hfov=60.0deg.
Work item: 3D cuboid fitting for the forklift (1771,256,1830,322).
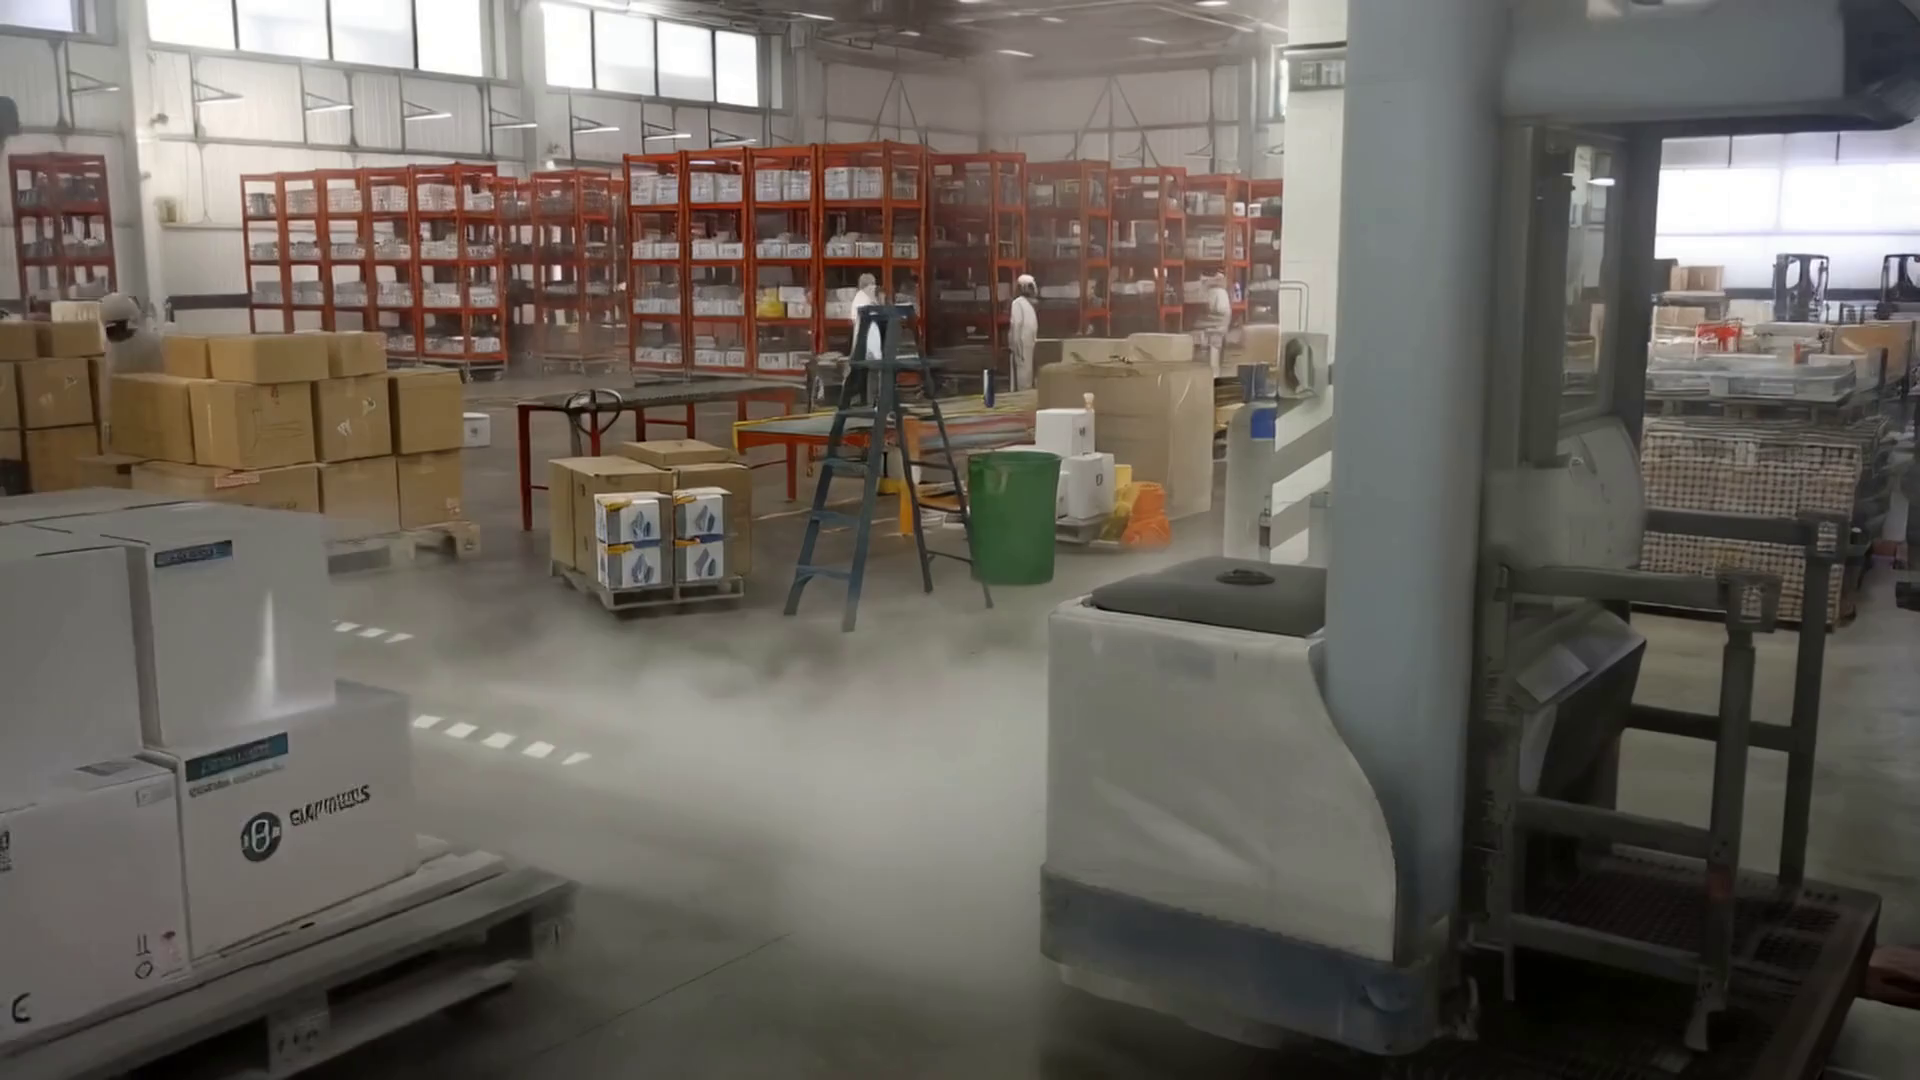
[{"bbox_3d":[20.253,-5.854,40.139,1.157,1.987,2.680,7,12,35],"label":"forklift"}]

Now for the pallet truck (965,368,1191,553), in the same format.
[{"bbox_3d":[0.845,-0.609,11.869,1.630,1.274,0.653,7,12,35],"label":"pallet truck"}]

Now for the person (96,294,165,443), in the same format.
[{"bbox_3d":[-5.944,-0.849,11.837,0.633,1.780,0.813,7,12,37],"label":"person"}]

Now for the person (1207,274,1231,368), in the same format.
[{"bbox_3d":[4.617,-3.831,29.605,0.412,1.794,0.622,-2,10,-14],"label":"person"}]

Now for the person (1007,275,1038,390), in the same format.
[{"bbox_3d":[0.787,-2.377,20.764,0.390,1.848,0.564,2,10,13],"label":"person"}]

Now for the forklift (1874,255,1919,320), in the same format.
[{"bbox_3d":[22.089,-5.634,38.796,1.157,1.987,2.680,6,11,33],"label":"forklift"}]

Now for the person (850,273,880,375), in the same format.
[{"bbox_3d":[-1.308,-2.527,21.614,0.873,1.875,0.652,-1,10,-7],"label":"person"}]

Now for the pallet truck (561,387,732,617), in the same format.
[{"bbox_3d":[-1.981,-0.274,10.088,0.680,1.201,1.601,-5,11,-28],"label":"pallet truck"}]

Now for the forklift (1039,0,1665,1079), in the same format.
[{"bbox_3d":[1.249,-0.137,4.360,1.873,2.768,1.129,7,12,35],"label":"forklift"}]
